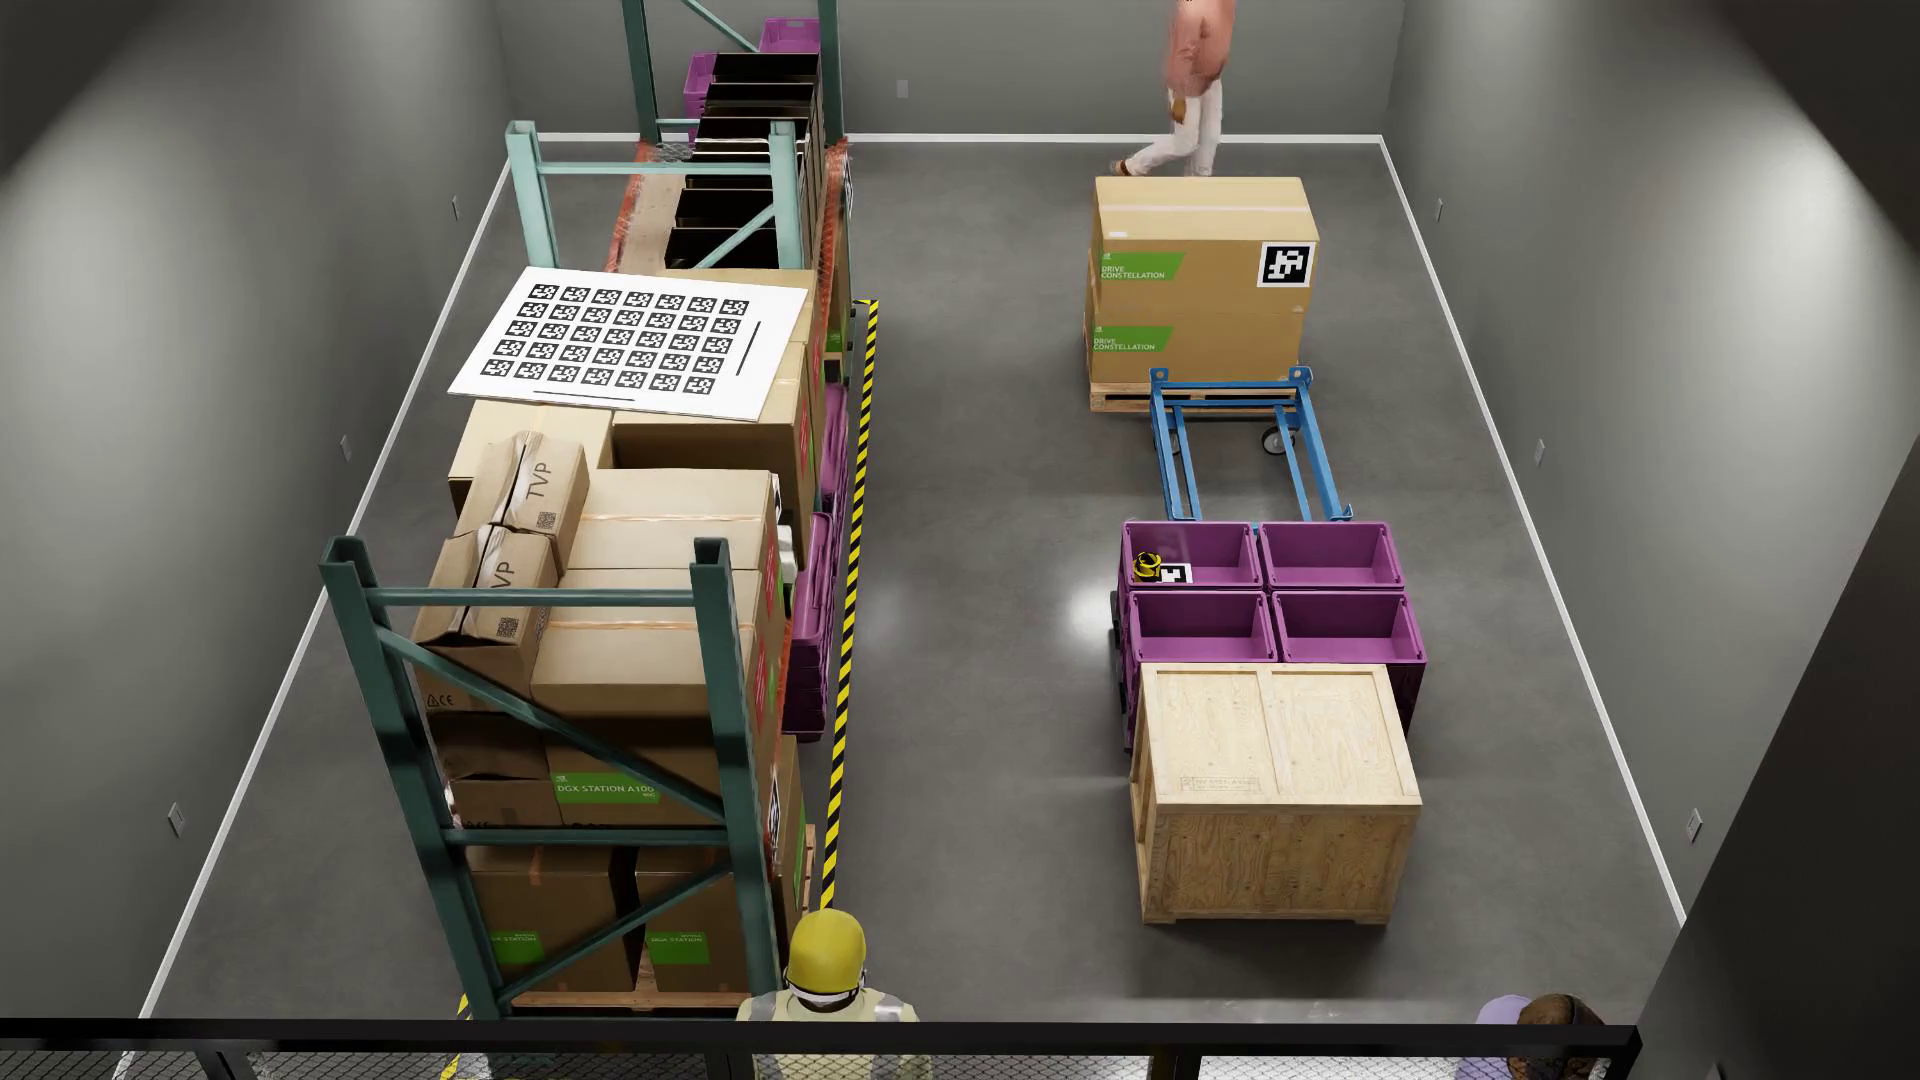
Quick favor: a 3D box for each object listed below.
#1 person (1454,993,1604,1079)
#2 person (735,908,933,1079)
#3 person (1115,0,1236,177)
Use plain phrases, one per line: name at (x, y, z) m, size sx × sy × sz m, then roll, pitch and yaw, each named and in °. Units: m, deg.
person at (1.533, 1.936, 4.910) m, size 0.370 × 1.934 × 0.627 m, roll 11°, pitch 42°, yaw 13°
person at (-0.373, 1.752, 5.195) m, size 0.586 × 1.833 × 0.403 m, roll 0°, pitch 41°, yaw 0°
person at (1.425, -2.917, 10.426) m, size 0.738 × 1.959 × 0.636 m, roll 28°, pitch 48°, yaw 28°
